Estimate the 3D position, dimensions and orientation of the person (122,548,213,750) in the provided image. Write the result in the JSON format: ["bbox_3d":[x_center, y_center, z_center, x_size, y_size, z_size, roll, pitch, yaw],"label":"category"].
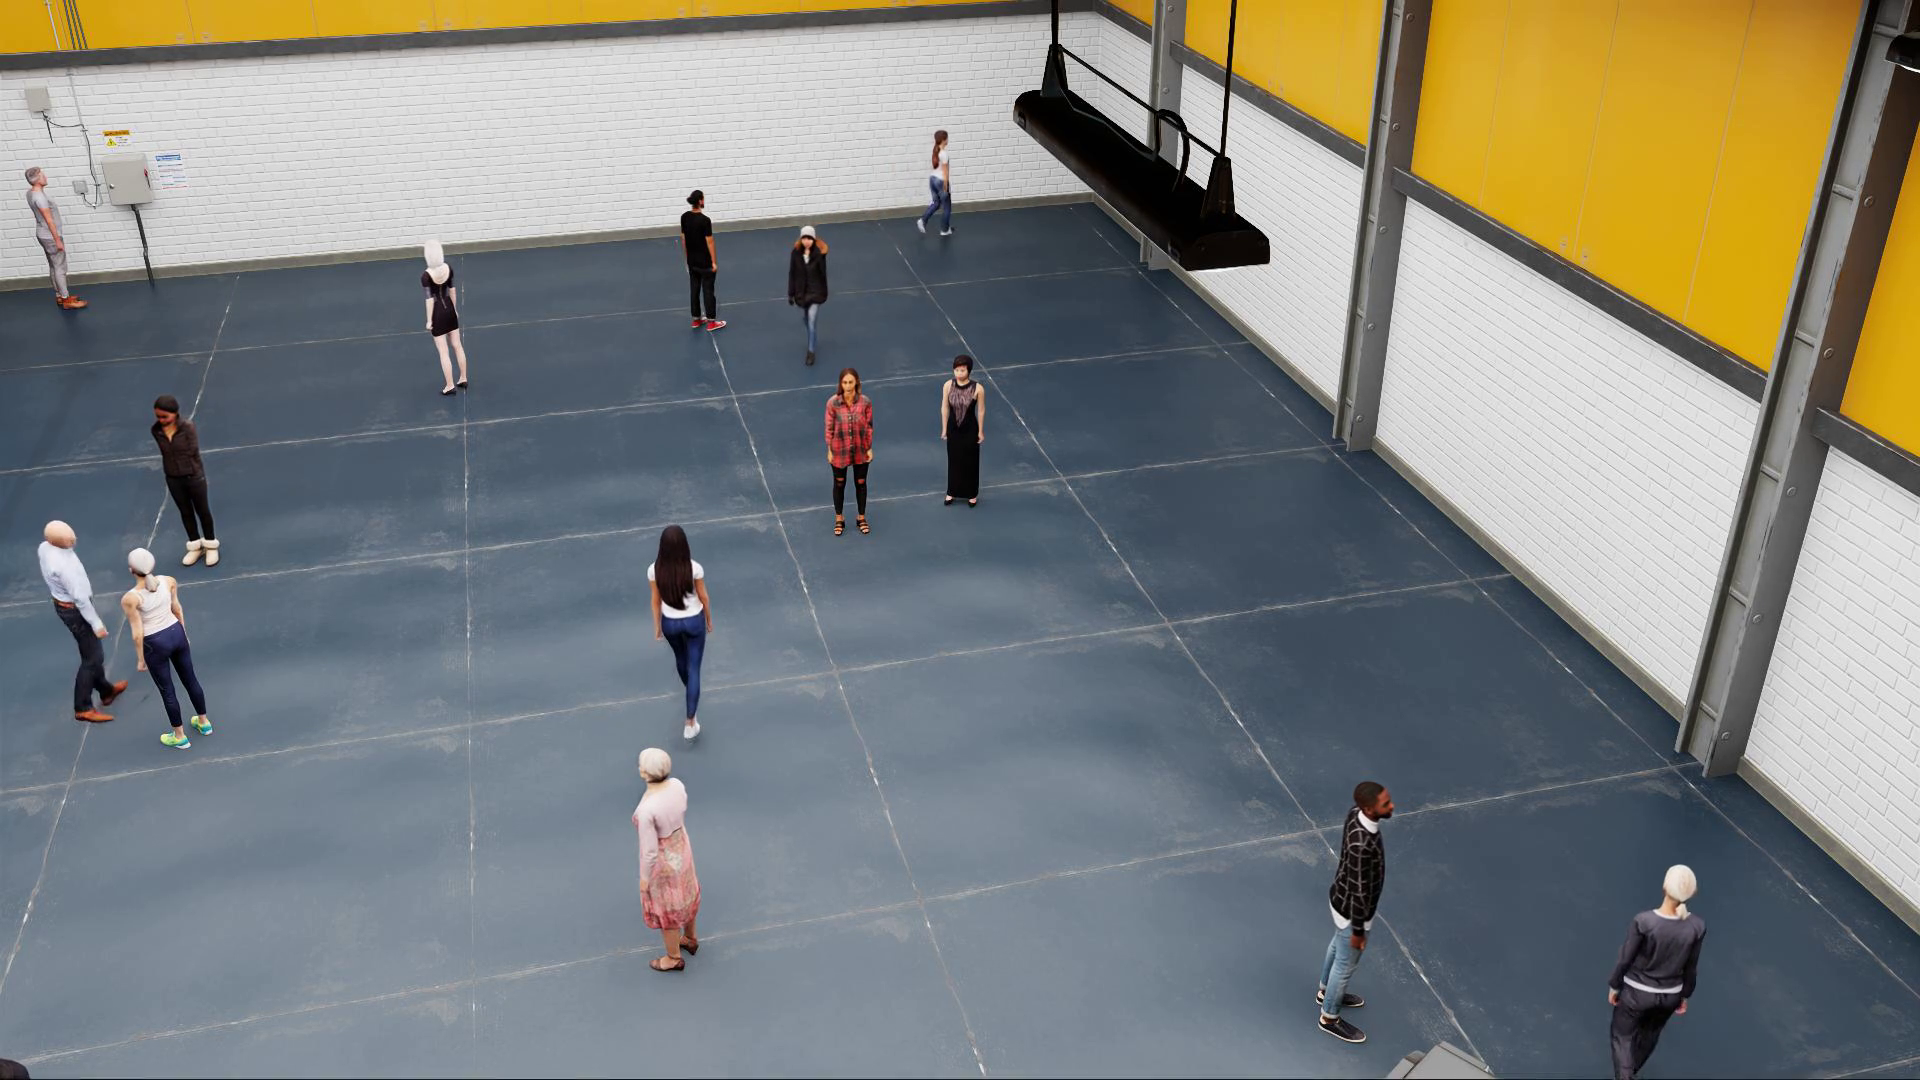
[{"bbox_3d":[-6.125,0.822,12.818,0.729,1.703,0.674,16,33,27],"label":"person"}]

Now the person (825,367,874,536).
[{"bbox_3d":[-1.050,-0.855,15.893,0.634,1.703,0.585,-4,29,-7],"label":"person"}]

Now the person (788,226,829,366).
[{"bbox_3d":[-1.810,-2.972,19.877,0.913,1.604,1.136,5,29,9],"label":"person"}]

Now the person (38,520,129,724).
[{"bbox_3d":[-6.980,0.584,13.188,0.862,1.766,0.953,18,33,30],"label":"person"}]

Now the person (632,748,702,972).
[{"bbox_3d":[-1.866,2.037,10.603,0.746,1.692,0.677,13,31,23],"label":"person"}]

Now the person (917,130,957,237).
[{"bbox_3d":[-0.343,-5.094,23.834,0.820,1.540,0.882,-21,35,-34],"label":"person"}]

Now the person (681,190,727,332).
[{"bbox_3d":[-3.219,-3.471,20.632,0.705,1.756,0.767,16,32,27],"label":"person"}]

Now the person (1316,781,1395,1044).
[{"bbox_3d":[2.387,2.216,10.139,0.806,1.820,0.671,7,29,12],"label":"person"}]

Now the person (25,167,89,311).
[{"bbox_3d":[-11.653,-3.873,21.289,0.830,1.832,0.683,-24,37,-37],"label":"person"}]

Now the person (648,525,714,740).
[{"bbox_3d":[-2.153,0.737,12.943,0.843,1.732,1.167,2,29,4],"label":"person"}]

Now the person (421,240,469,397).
[{"bbox_3d":[-5.846,-2.524,18.820,0.697,1.830,0.648,17,33,29],"label":"person"}]

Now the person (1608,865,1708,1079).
[{"bbox_3d":[3.982,2.611,9.535,0.846,1.707,1.053,4,29,7],"label":"person"}]

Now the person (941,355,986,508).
[{"bbox_3d":[0.039,-1.083,16.416,0.665,1.602,0.673,6,29,11],"label":"person"}]

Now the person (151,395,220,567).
[{"bbox_3d":[-7.196,-0.593,15.457,0.678,1.659,0.617,-7,29,-13],"label":"person"}]
